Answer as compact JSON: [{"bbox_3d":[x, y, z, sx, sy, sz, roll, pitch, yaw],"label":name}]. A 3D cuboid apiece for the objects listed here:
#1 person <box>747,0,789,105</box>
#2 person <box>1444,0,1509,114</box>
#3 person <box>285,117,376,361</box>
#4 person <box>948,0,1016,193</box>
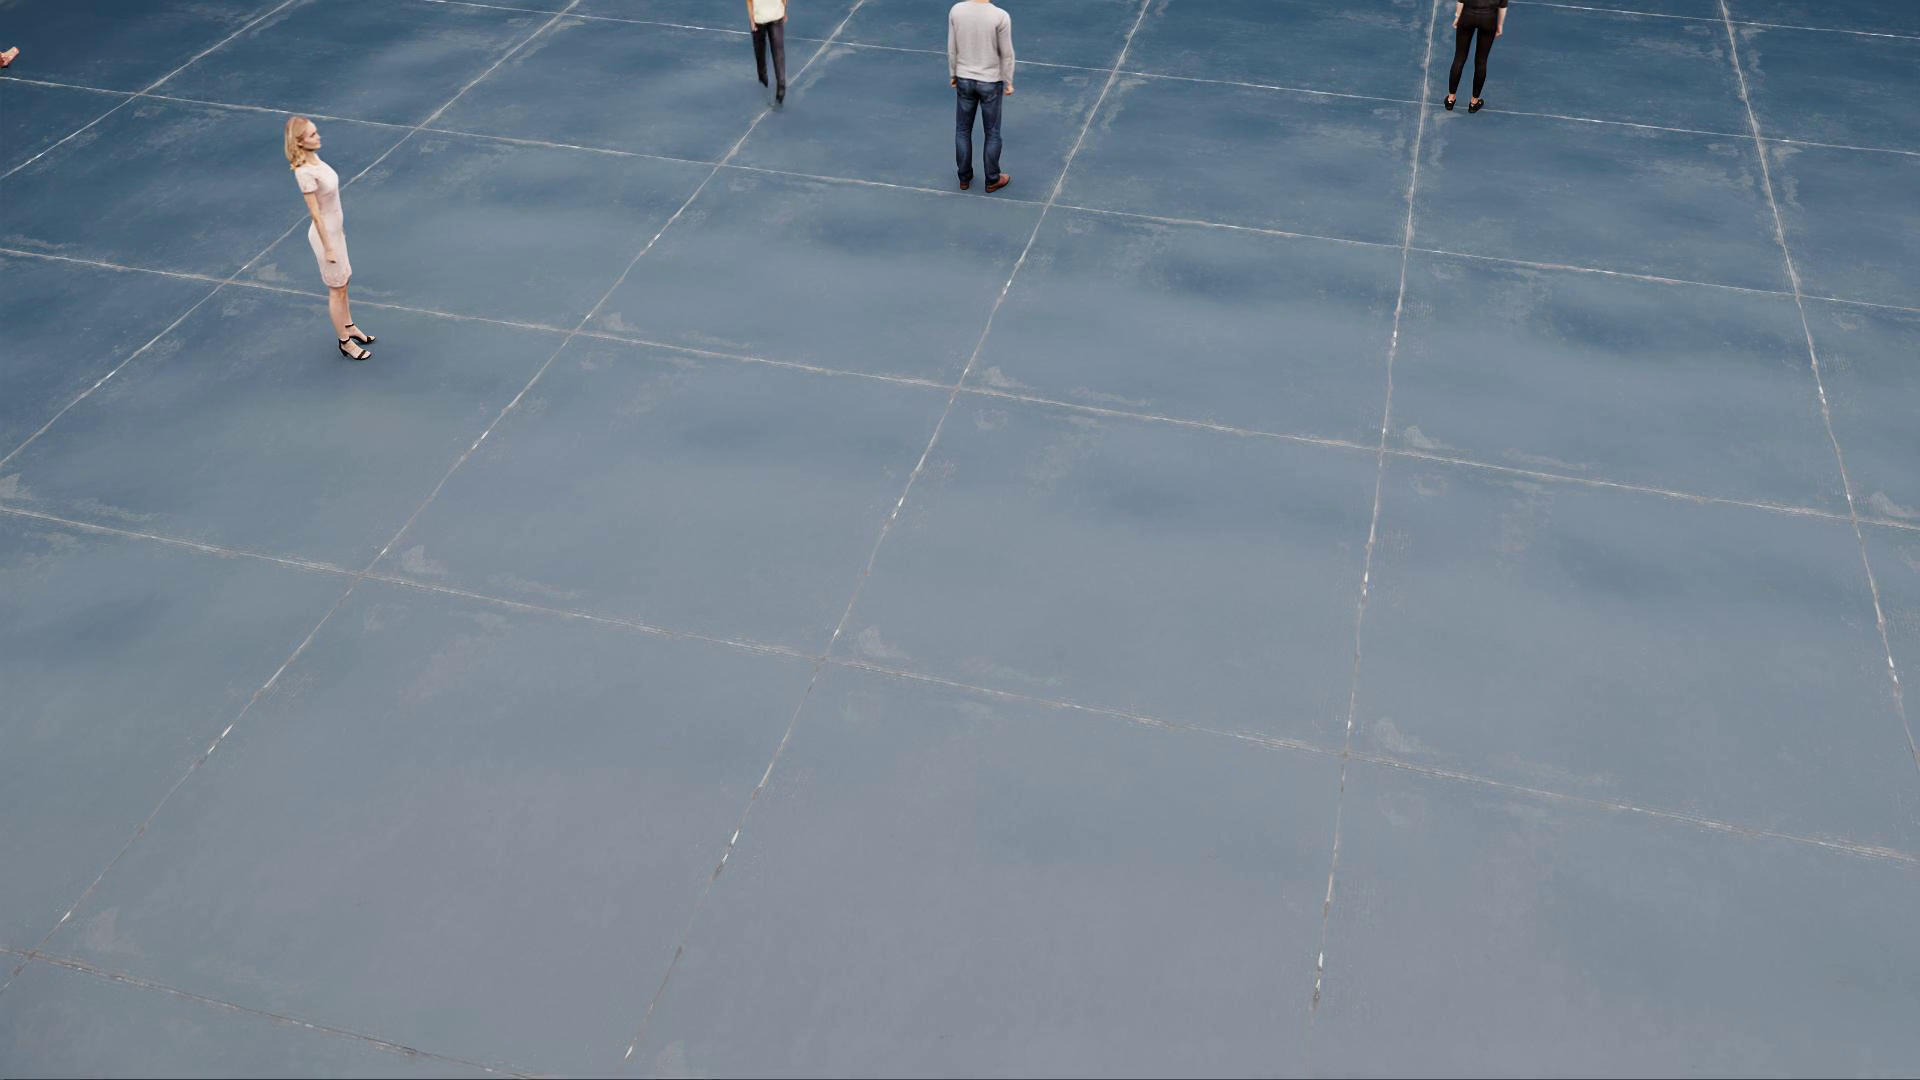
[{"bbox_3d":[-1.764,-4.809,15.448,0.918,1.548,1.092,-11,39,-13],"label":"person"},{"bbox_3d":[4.765,-4.789,15.288,0.618,1.713,0.549,14,40,17],"label":"person"},{"bbox_3d":[-4.495,-2.141,11.808,0.693,1.830,0.557,-5,38,-6],"label":"person"},{"bbox_3d":[0.168,-3.845,13.921,0.752,1.910,0.646,13,40,16],"label":"person"}]
